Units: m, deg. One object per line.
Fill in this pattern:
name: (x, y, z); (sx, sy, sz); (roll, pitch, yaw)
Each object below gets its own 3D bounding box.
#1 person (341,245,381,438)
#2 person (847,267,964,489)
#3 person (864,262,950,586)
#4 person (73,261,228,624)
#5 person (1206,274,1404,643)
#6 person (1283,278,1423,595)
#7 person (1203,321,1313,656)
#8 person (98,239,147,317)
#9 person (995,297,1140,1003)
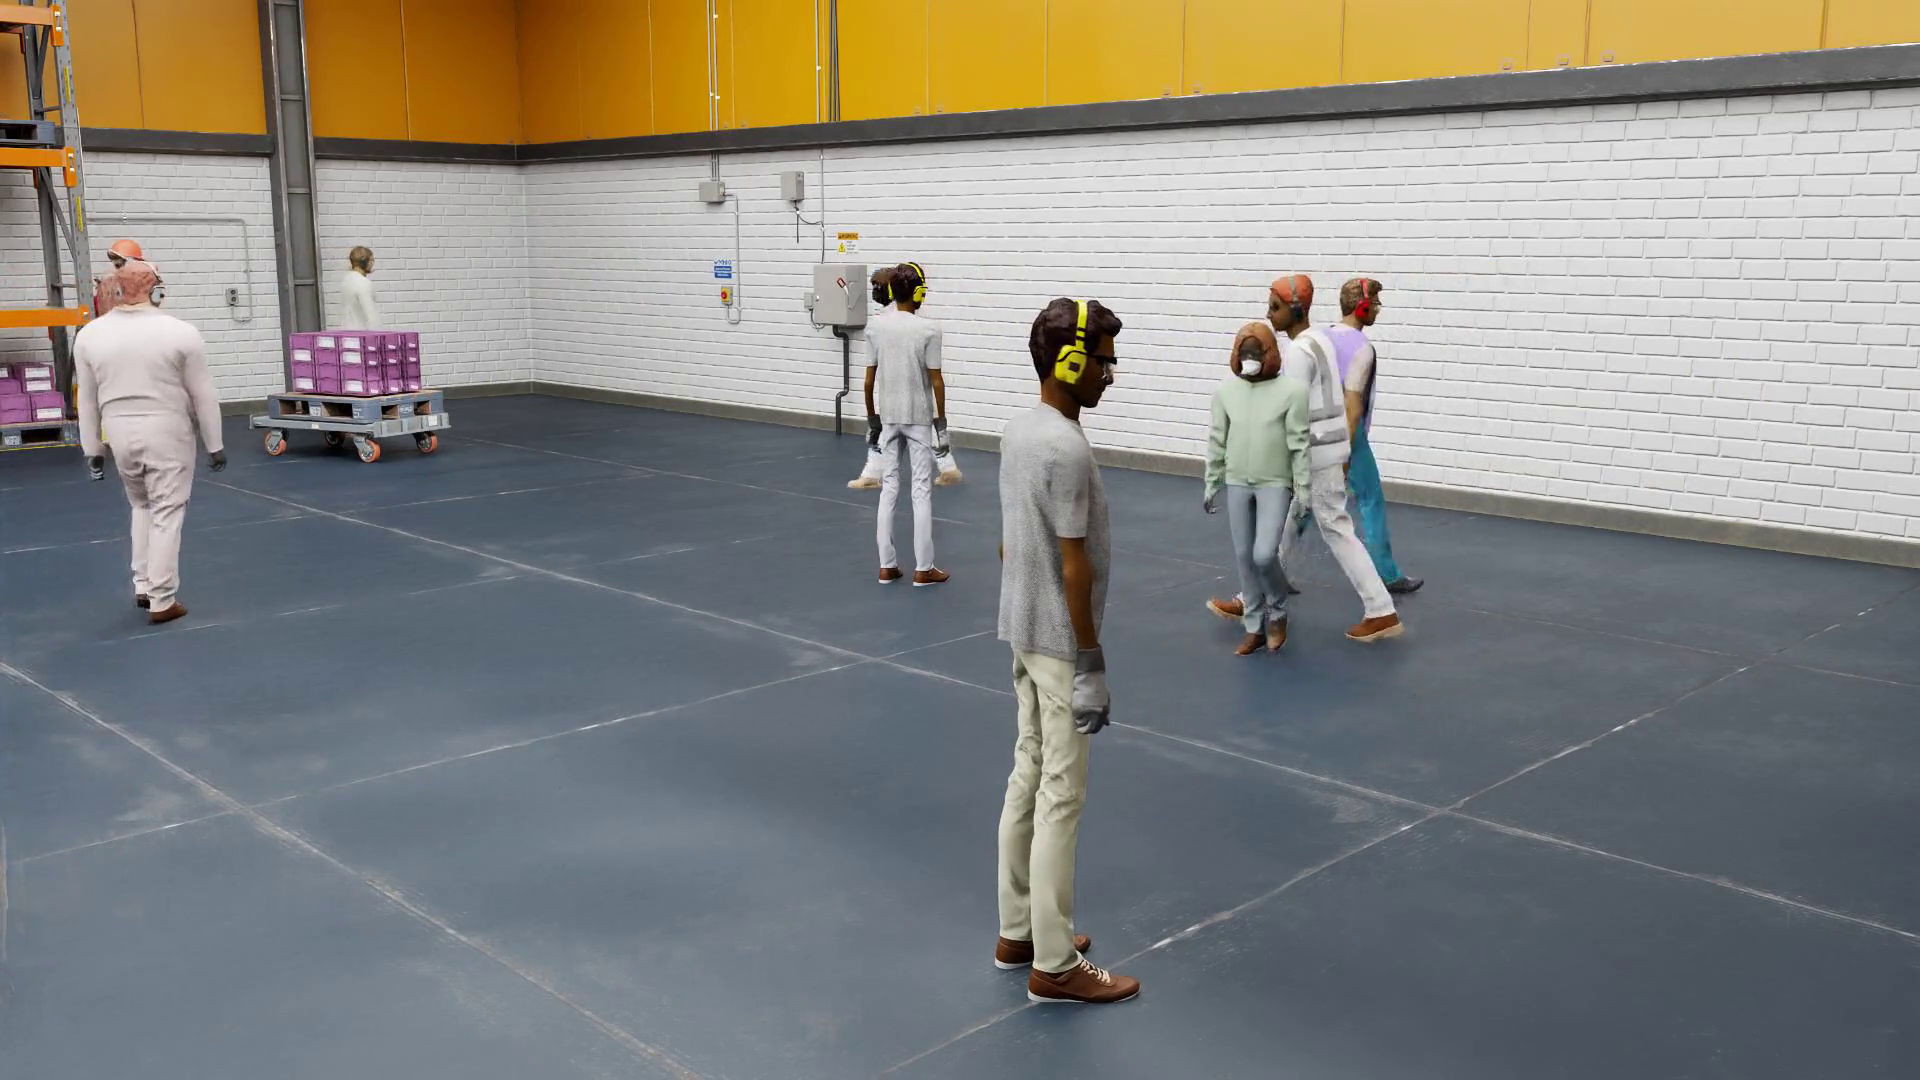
person: (-5.992, -1.998, 16.769); (0.471, 1.937, 0.642); (-6, 12, -32)
person: (-0.422, -1.281, 13.261); (0.912, 1.787, 0.660); (-2, 11, -13)
person: (-0.302, -0.666, 9.641); (0.531, 1.870, 0.316); (4, 11, 23)
person: (-4.220, -0.518, 8.779); (0.661, 1.884, 0.589); (0, 10, 1)
person: (1.784, -0.404, 8.331); (1.012, 1.831, 0.625); (3, 11, 18)
person: (2.122, -0.561, 9.283); (0.983, 1.796, 0.570); (-4, 11, -19)
person: (1.417, -0.235, 7.953); (0.541, 1.615, 0.370); (7, 13, 34)
person: (-7.445, -1.696, 14.978); (0.631, 1.983, 0.421); (5, 12, 26)
person: (0.269, 0.293, 4.431); (0.328, 1.865, 0.521); (-3, 11, -18)
